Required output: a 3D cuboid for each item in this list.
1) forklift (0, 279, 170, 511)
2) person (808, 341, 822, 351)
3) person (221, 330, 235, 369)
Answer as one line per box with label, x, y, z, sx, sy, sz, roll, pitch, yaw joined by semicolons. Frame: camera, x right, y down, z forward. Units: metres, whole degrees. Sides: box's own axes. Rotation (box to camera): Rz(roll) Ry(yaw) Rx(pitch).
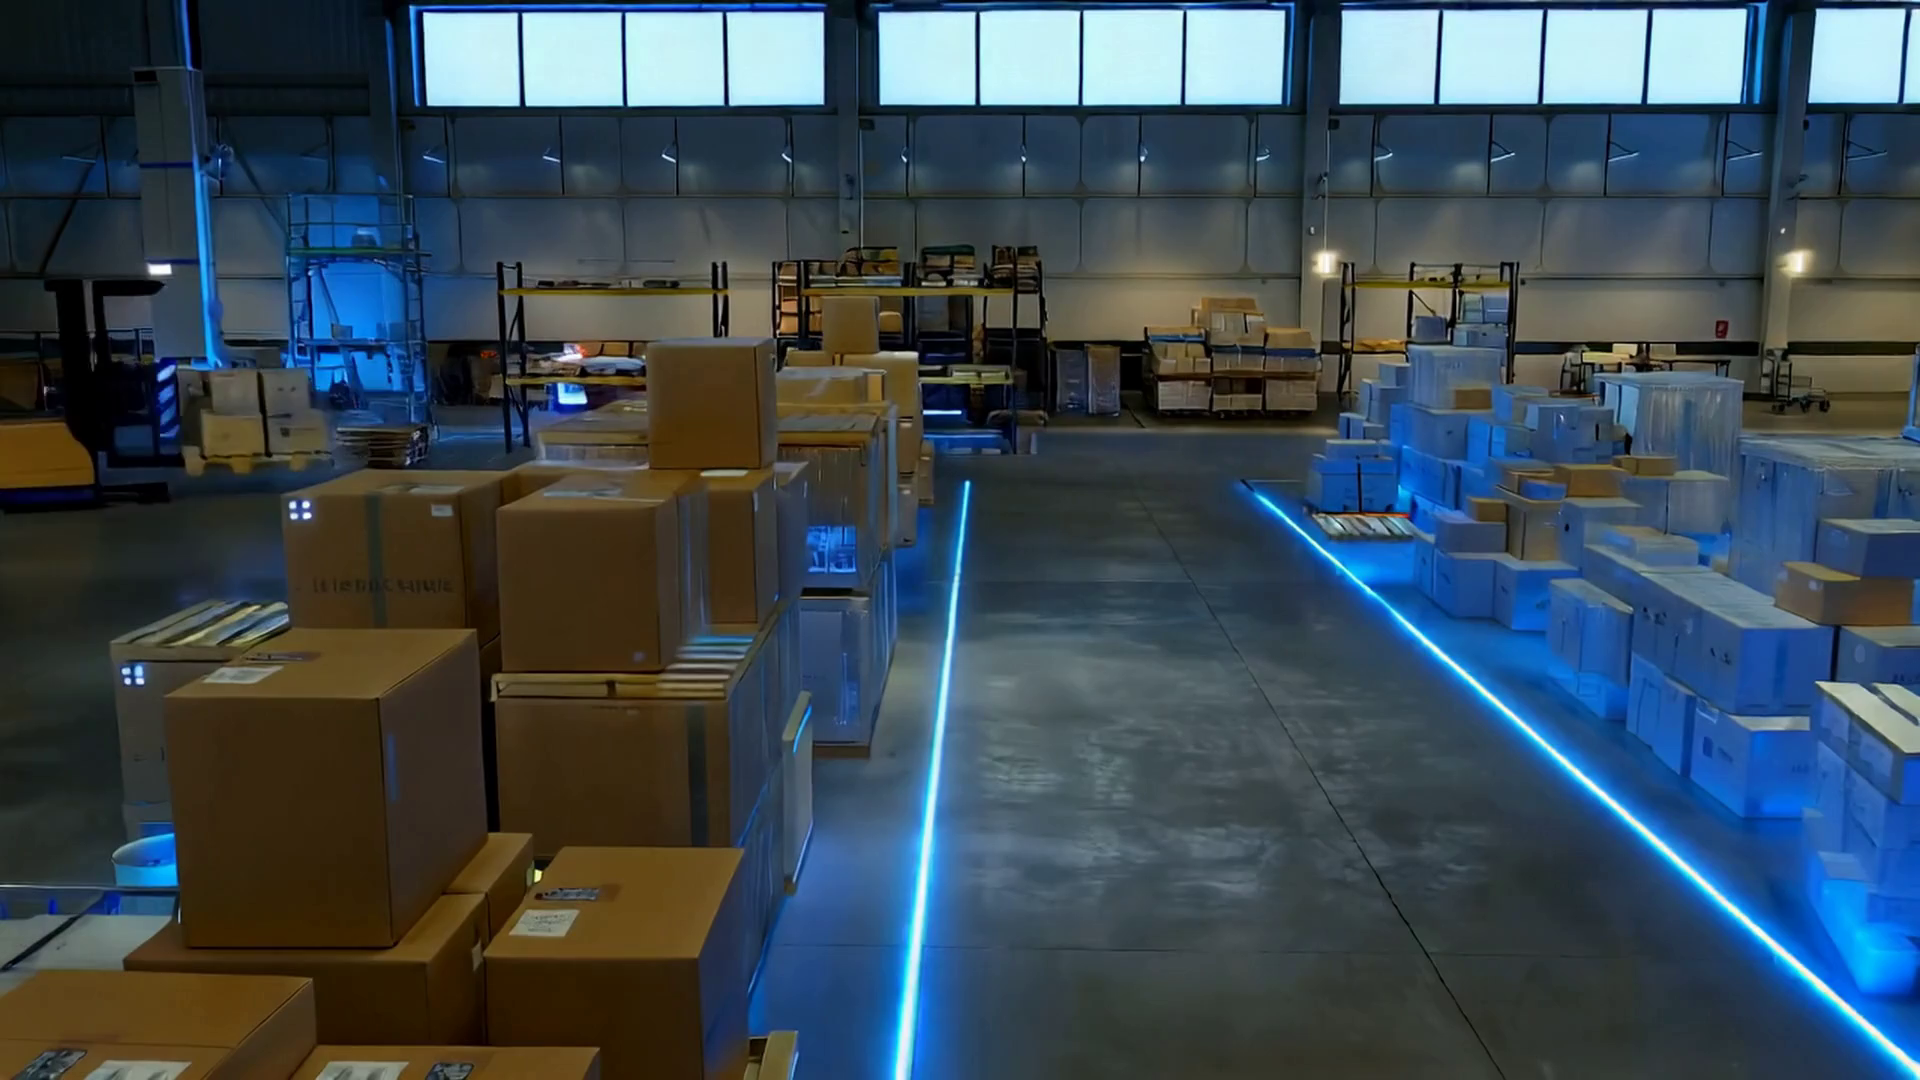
forklift;-10.977;-1.841;20.663;1.873;2.768;1.129;-5;11;-27
person;-1.923;-1.899;23.905;0.522;1.913;0.698;-1;10;-4
person;-12.837;-2.710;28.759;0.647;1.912;0.794;5;11;28
